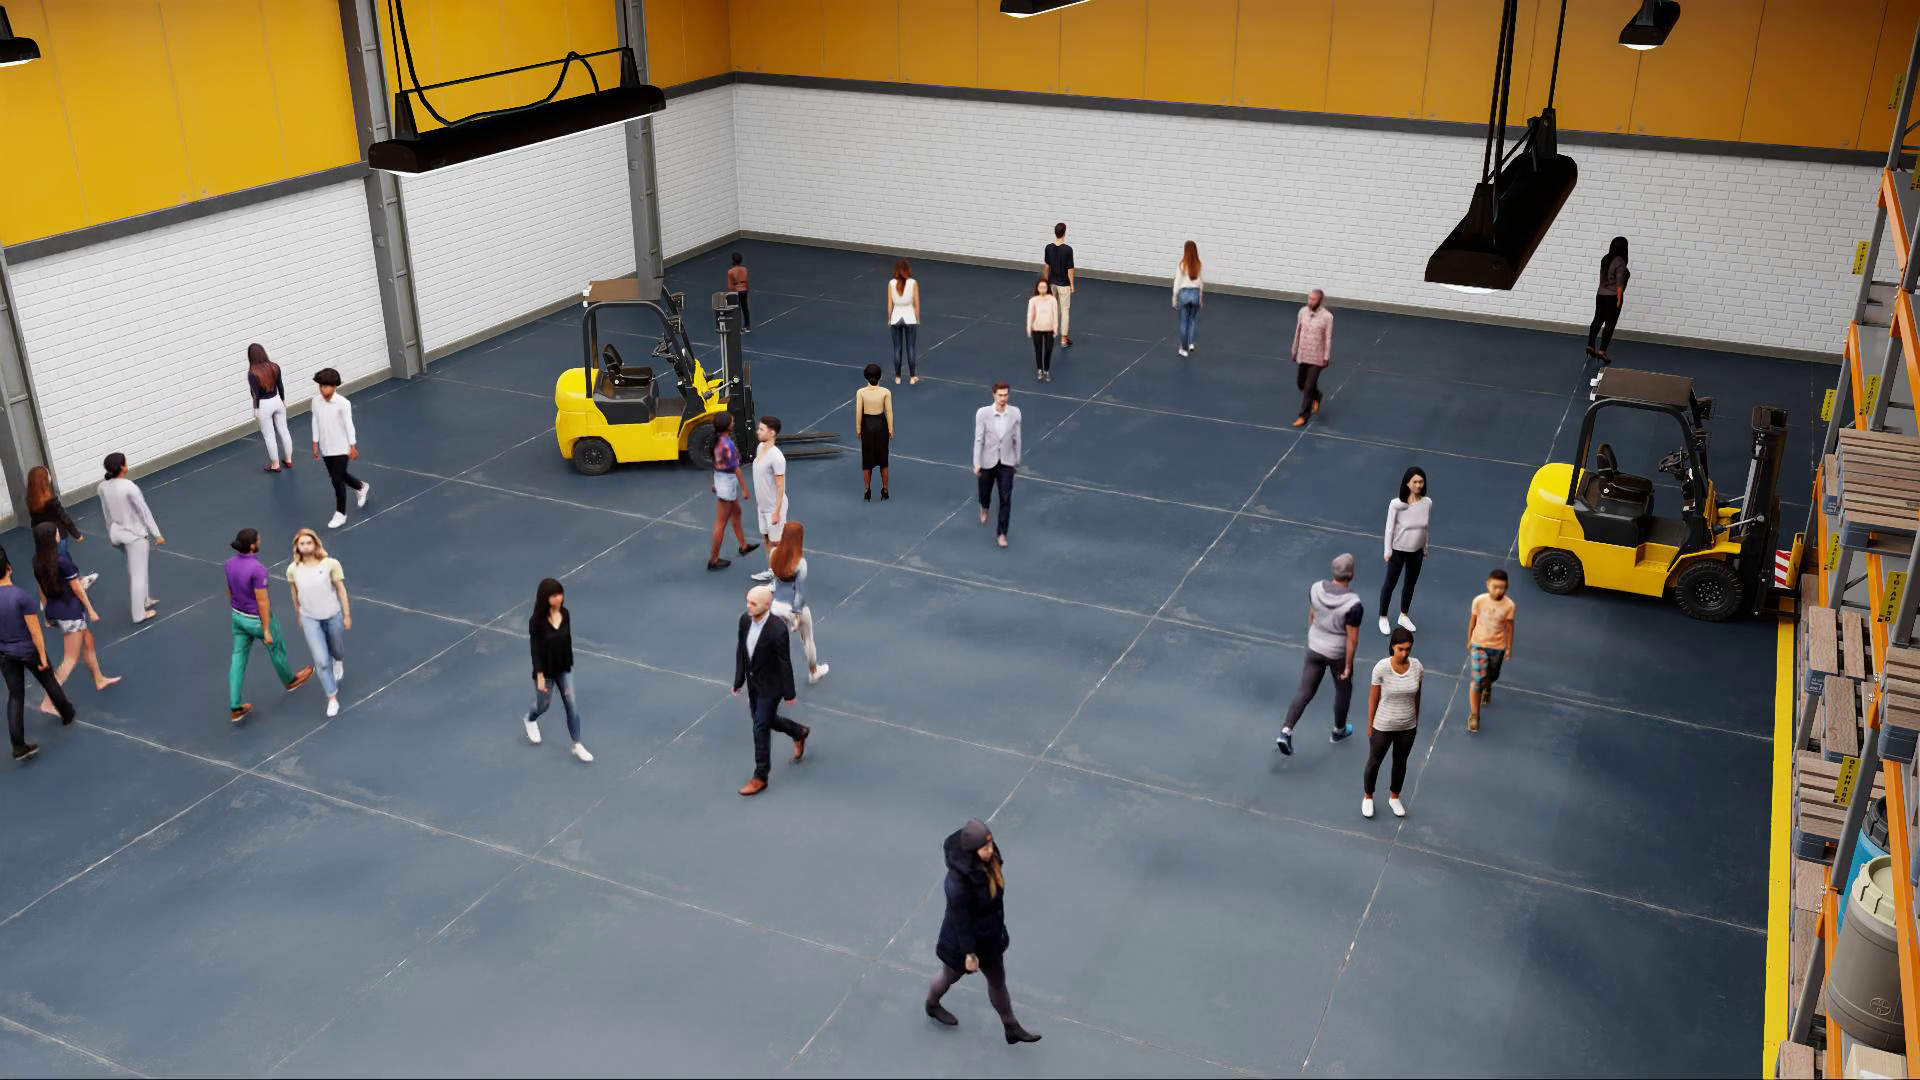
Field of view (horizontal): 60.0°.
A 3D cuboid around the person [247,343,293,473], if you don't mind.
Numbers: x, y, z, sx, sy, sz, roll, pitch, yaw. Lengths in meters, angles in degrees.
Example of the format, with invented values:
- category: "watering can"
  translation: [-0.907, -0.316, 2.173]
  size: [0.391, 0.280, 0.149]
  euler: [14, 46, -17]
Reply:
- category: "person"
  translation: [-8.366, -1.610, 20.111]
  size: [0.681, 1.606, 0.499]
  euler: [14, 27, 29]

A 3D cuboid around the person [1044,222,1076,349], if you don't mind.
- category: "person"
  translation: [1.479, -3.813, 24.839]
  size: [0.628, 1.856, 0.520]
  euler: [11, 26, 24]

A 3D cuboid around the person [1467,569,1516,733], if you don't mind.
- category: "person"
  translation: [4.628, 0.905, 14.574]
  size: [0.669, 1.433, 1.014]
  euler: [5, 24, 11]

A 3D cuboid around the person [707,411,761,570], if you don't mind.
- category: "person"
  translation: [-2.537, -0.501, 17.439]
  size: [1.023, 1.714, 0.867]
  euler: [-16, 28, -32]

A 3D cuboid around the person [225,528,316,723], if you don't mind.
- category: "person"
  translation: [-6.231, 0.774, 14.520]
  size: [0.786, 1.715, 1.140]
  euler: [8, 25, 18]

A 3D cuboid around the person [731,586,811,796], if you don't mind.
- category: "person"
  translation: [-1.530, 1.156, 13.568]
  size: [0.913, 1.778, 1.183]
  euler: [21, 31, 40]

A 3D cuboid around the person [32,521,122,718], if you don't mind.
- category: "person"
  translation: [-7.921, 0.721, 14.626]
  size: [0.559, 1.728, 1.084]
  euler: [11, 26, 23]

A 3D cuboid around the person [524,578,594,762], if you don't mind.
- category: "person"
  translation: [-3.466, 1.070, 13.964]
  size: [1.041, 1.620, 0.878]
  euler: [-21, 31, -39]

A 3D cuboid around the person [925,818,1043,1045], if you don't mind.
- category: "person"
  translation: [0.004, 2.507, 10.667]
  size: [0.775, 1.626, 1.019]
  euler: [13, 27, 27]

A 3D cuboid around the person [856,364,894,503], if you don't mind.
- category: "person"
  translation: [-0.993, -1.246, 19.219]
  size: [0.667, 1.653, 0.678]
  euler: [-1, 24, -2]

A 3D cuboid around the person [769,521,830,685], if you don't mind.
- category: "person"
  translation: [-1.594, 0.670, 14.826]
  size: [0.687, 1.661, 1.144]
  euler: [14, 27, 29]

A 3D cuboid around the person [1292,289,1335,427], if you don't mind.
- category: "person"
  translation: [4.639, -2.406, 21.711]
  size: [0.924, 1.782, 1.139]
  euler: [22, 32, 40]

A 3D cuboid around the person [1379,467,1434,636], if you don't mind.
- category: "person"
  translation: [4.321, 0.086, 16.114]
  size: [0.698, 1.700, 0.734]
  euler: [-5, 24, -12]

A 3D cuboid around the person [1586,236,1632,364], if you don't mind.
- category: "person"
  translation: [9.409, -3.493, 24.128]
  size: [0.808, 1.838, 0.743]
  euler: [-8, 25, -17]

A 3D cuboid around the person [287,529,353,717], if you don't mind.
- category: "person"
  translation: [-5.658, 0.669, 14.778]
  size: [1.040, 1.701, 1.140]
  euler: [-6, 24, -14]

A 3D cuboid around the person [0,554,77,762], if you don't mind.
- category: "person"
  translation: [-7.952, 1.003, 13.961]
  size: [1.040, 1.743, 1.206]
  euler: [-2, 24, -5]

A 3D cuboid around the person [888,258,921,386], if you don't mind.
- category: "person"
  translation: [-0.786, -3.040, 23.158]
  size: [0.674, 1.784, 0.658]
  euler: [1, 24, 2]

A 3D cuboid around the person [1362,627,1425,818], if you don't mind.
- category: "person"
  translation: [3.410, 1.430, 13.109]
  size: [0.643, 1.643, 0.666]
  euler: [-3, 24, -6]

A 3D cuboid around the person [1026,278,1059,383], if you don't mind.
- category: "person"
  translation: [1.168, -2.975, 23.398]
  size: [0.696, 1.474, 0.725]
  euler: [1, 24, 2]

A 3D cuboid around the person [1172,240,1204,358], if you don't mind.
- category: "person"
  translation: [3.371, -3.503, 24.302]
  size: [0.700, 1.717, 0.742]
  euler: [-5, 24, -10]

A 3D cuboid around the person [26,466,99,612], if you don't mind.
- category: "person"
  translation: [-9.115, 0.007, 16.616]
  size: [0.582, 1.442, 0.966]
  euler: [11, 26, 24]

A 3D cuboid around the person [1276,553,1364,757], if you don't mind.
- category: "person"
  translation: [3.025, 0.996, 13.916]
  size: [0.906, 1.792, 1.250]
  euler: [20, 31, 38]

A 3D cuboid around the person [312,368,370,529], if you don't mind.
- category: "person"
  translation: [-6.977, -1.086, 18.692]
  size: [0.695, 1.782, 1.092]
  euler: [8, 25, 17]

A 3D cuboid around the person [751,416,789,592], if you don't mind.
- category: "person"
  translation: [-1.922, -0.391, 17.012]
  size: [0.787, 1.855, 0.767]
  euler: [-12, 26, -26]

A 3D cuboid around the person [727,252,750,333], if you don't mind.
- category: "person"
  translation: [-3.401, -3.804, 25.571]
  size: [0.541, 1.252, 0.645]
  euler: [-17, 29, -33]

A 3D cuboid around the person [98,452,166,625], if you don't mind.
- category: "person"
  translation: [-8.184, 0.003, 16.282]
  size: [0.631, 1.717, 0.684]
  euler: [10, 25, 21]

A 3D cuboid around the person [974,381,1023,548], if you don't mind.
- category: "person"
  translation: [0.392, -0.879, 18.150]
  size: [0.965, 1.836, 1.108]
  euler: [-2, 24, -4]
